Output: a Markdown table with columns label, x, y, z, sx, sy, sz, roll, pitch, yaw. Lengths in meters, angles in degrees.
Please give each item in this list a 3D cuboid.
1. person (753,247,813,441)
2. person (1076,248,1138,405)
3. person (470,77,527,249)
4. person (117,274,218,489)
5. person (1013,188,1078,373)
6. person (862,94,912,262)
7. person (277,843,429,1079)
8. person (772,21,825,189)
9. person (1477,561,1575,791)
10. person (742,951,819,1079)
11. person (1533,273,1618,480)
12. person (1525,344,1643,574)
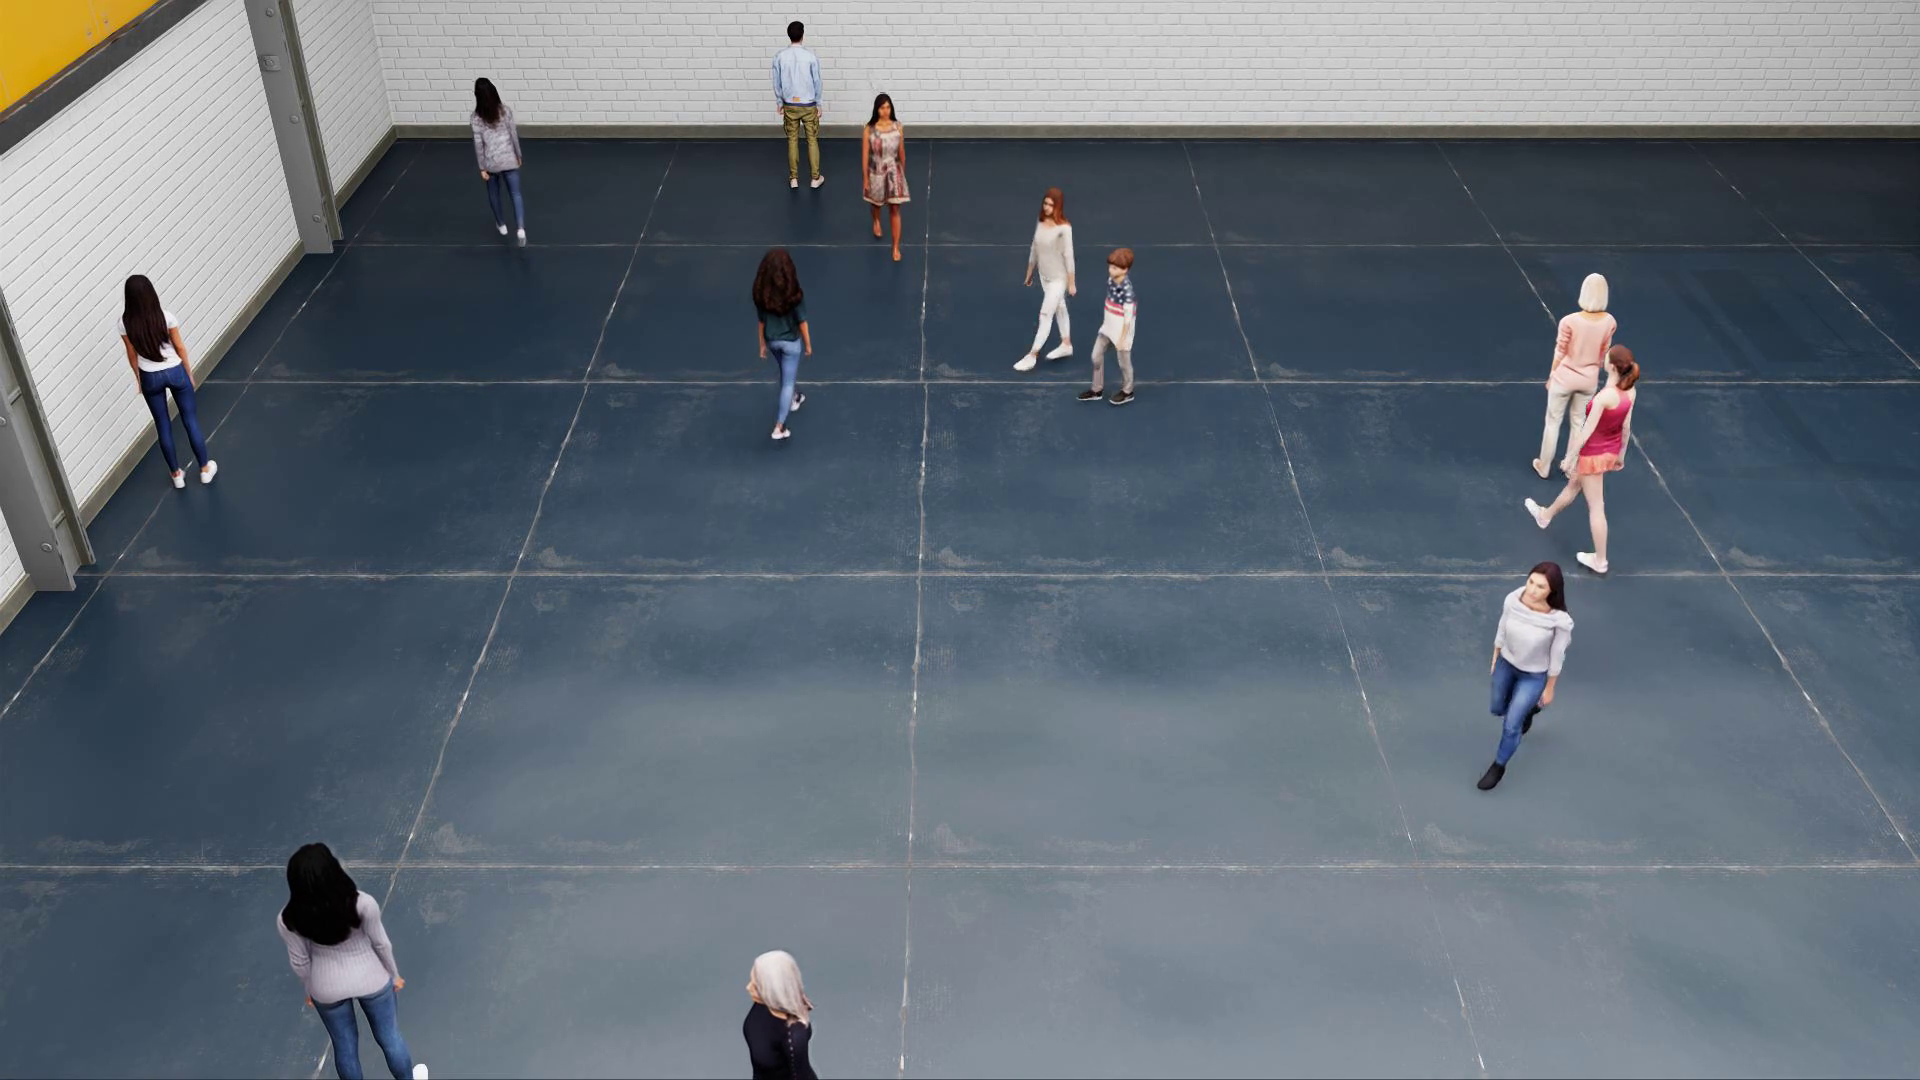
| label | x | y | z | sx | sy | sz | roll | pitch | yaw |
| --- | --- | --- | --- | --- | --- | --- | --- | --- | --- |
| person | -1.458 | -1.572 | 13.597 | 0.819 | 1.576 | 1.142 | 10 | 35 | 15 |
| person | 1.391 | -1.815 | 14.099 | 0.773 | 1.425 | 0.756 | -17 | 37 | -24 |
| person | -4.633 | -3.793 | 16.820 | 0.878 | 1.707 | 1.194 | -12 | 35 | -17 |
| person | -6.166 | -1.228 | 12.900 | 0.642 | 1.775 | 0.617 | -11 | 35 | -16 |
| person | 0.902 | -2.335 | 14.658 | 1.008 | 1.672 | 1.006 | -21 | 39 | -28 |
| person | -0.783 | -3.713 | 16.791 | 0.767 | 1.605 | 1.174 | -6 | 34 | -9 |
| person | -2.901 | 2.116 | 7.904 | 0.653 | 1.735 | 0.598 | -7 | 34 | -10 |
| person | -1.751 | -4.749 | 18.164 | 0.687 | 1.810 | 0.571 | 2 | 34 | 3 |
| person | 3.433 | 0.776 | 10.030 | 0.983 | 1.614 | 0.949 | -25 | 41 | -33 |
| person | -0.778 | 2.456 | 7.384 | 0.752 | 1.746 | 0.644 | -15 | 36 | -21 |
| person | 4.809 | -1.269 | 13.007 | 0.599 | 1.725 | 0.534 | -3 | 34 | -4 |
| person | 4.637 | -0.548 | 11.932 | 0.971 | 1.713 | 1.154 | -20 | 39 | -28 |
